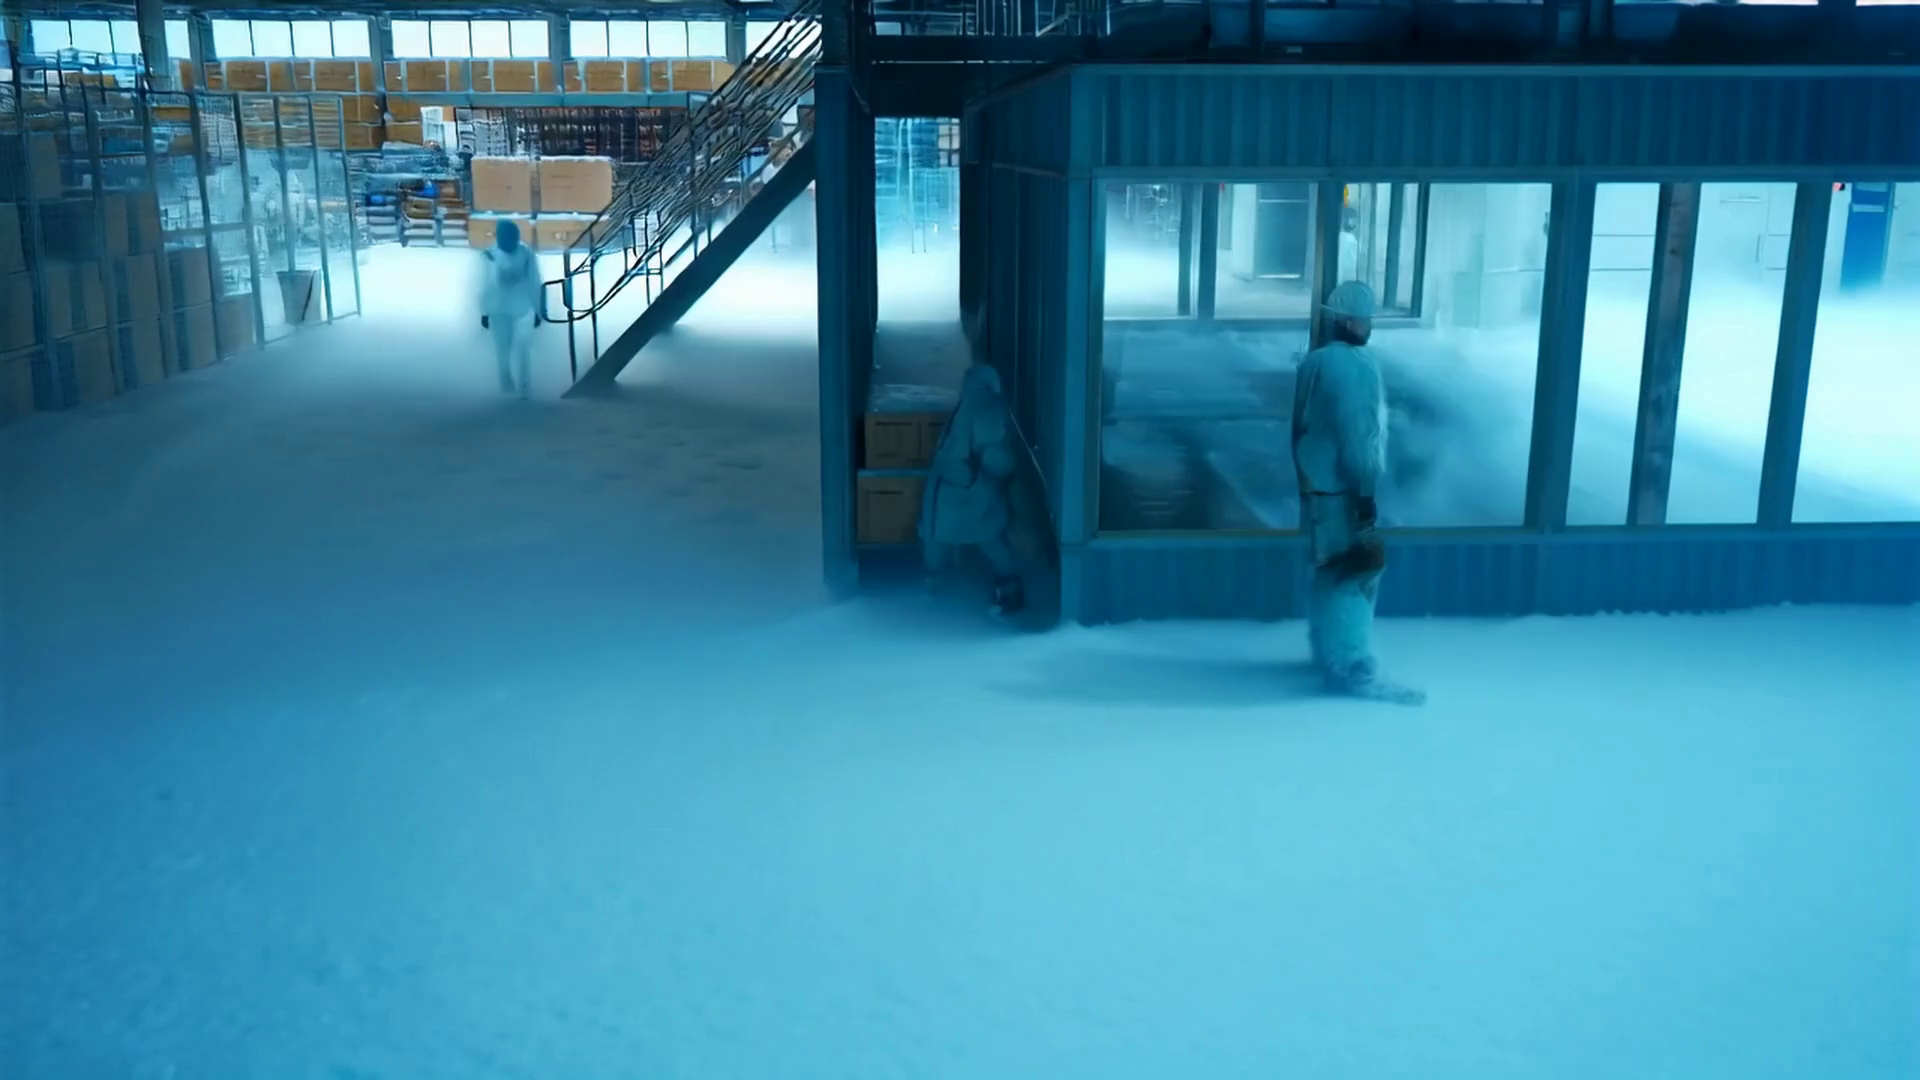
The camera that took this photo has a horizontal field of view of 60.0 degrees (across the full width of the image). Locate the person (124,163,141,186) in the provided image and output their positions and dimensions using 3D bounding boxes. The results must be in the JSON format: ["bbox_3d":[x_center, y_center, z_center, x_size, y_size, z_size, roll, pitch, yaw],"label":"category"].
[{"bbox_3d":[-19.190,-7.784,38.536,0.552,1.845,0.673,12,18,39],"label":"person"}]

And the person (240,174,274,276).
[{"bbox_3d":[-12.795,-5.728,30.310,0.500,1.861,0.328,-10,17,-35],"label":"person"}]

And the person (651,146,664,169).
[{"bbox_3d":[-13.336,-16.390,73.109,0.404,1.771,0.675,12,18,40],"label":"person"}]

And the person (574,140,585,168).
[{"bbox_3d":[-19.593,-19.565,85.459,0.984,1.924,0.682,-4,14,-14],"label":"person"}]

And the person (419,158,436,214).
[{"bbox_3d":[-15.768,-10.439,49.360,0.528,1.748,0.678,-10,17,-35],"label":"person"}]

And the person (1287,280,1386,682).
[{"bbox_3d":[1.891,-0.292,8.297,0.395,1.990,0.625,-5,15,-21],"label":"person"}]

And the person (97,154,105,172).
[{"bbox_3d":[-35.449,-15.214,68.750,0.496,1.595,0.816,5,15,19],"label":"person"}]

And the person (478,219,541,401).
[{"bbox_3d":[-4.573,-2.358,16.936,0.635,1.812,0.878,-6,15,-22],"label":"person"}]

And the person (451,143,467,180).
[{"bbox_3d":[-23.427,-17.608,77.810,0.663,1.855,1.007,-5,15,-20],"label":"person"}]

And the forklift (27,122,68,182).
[{"bbox_3d":[-35.376,-14.773,64.377,1.129,2.768,1.873,-1,14,-2],"label":"forklift"}]

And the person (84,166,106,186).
[{"bbox_3d":[-23.931,-9.602,46.176,0.543,1.666,0.804,0,14,0],"label":"person"}]
